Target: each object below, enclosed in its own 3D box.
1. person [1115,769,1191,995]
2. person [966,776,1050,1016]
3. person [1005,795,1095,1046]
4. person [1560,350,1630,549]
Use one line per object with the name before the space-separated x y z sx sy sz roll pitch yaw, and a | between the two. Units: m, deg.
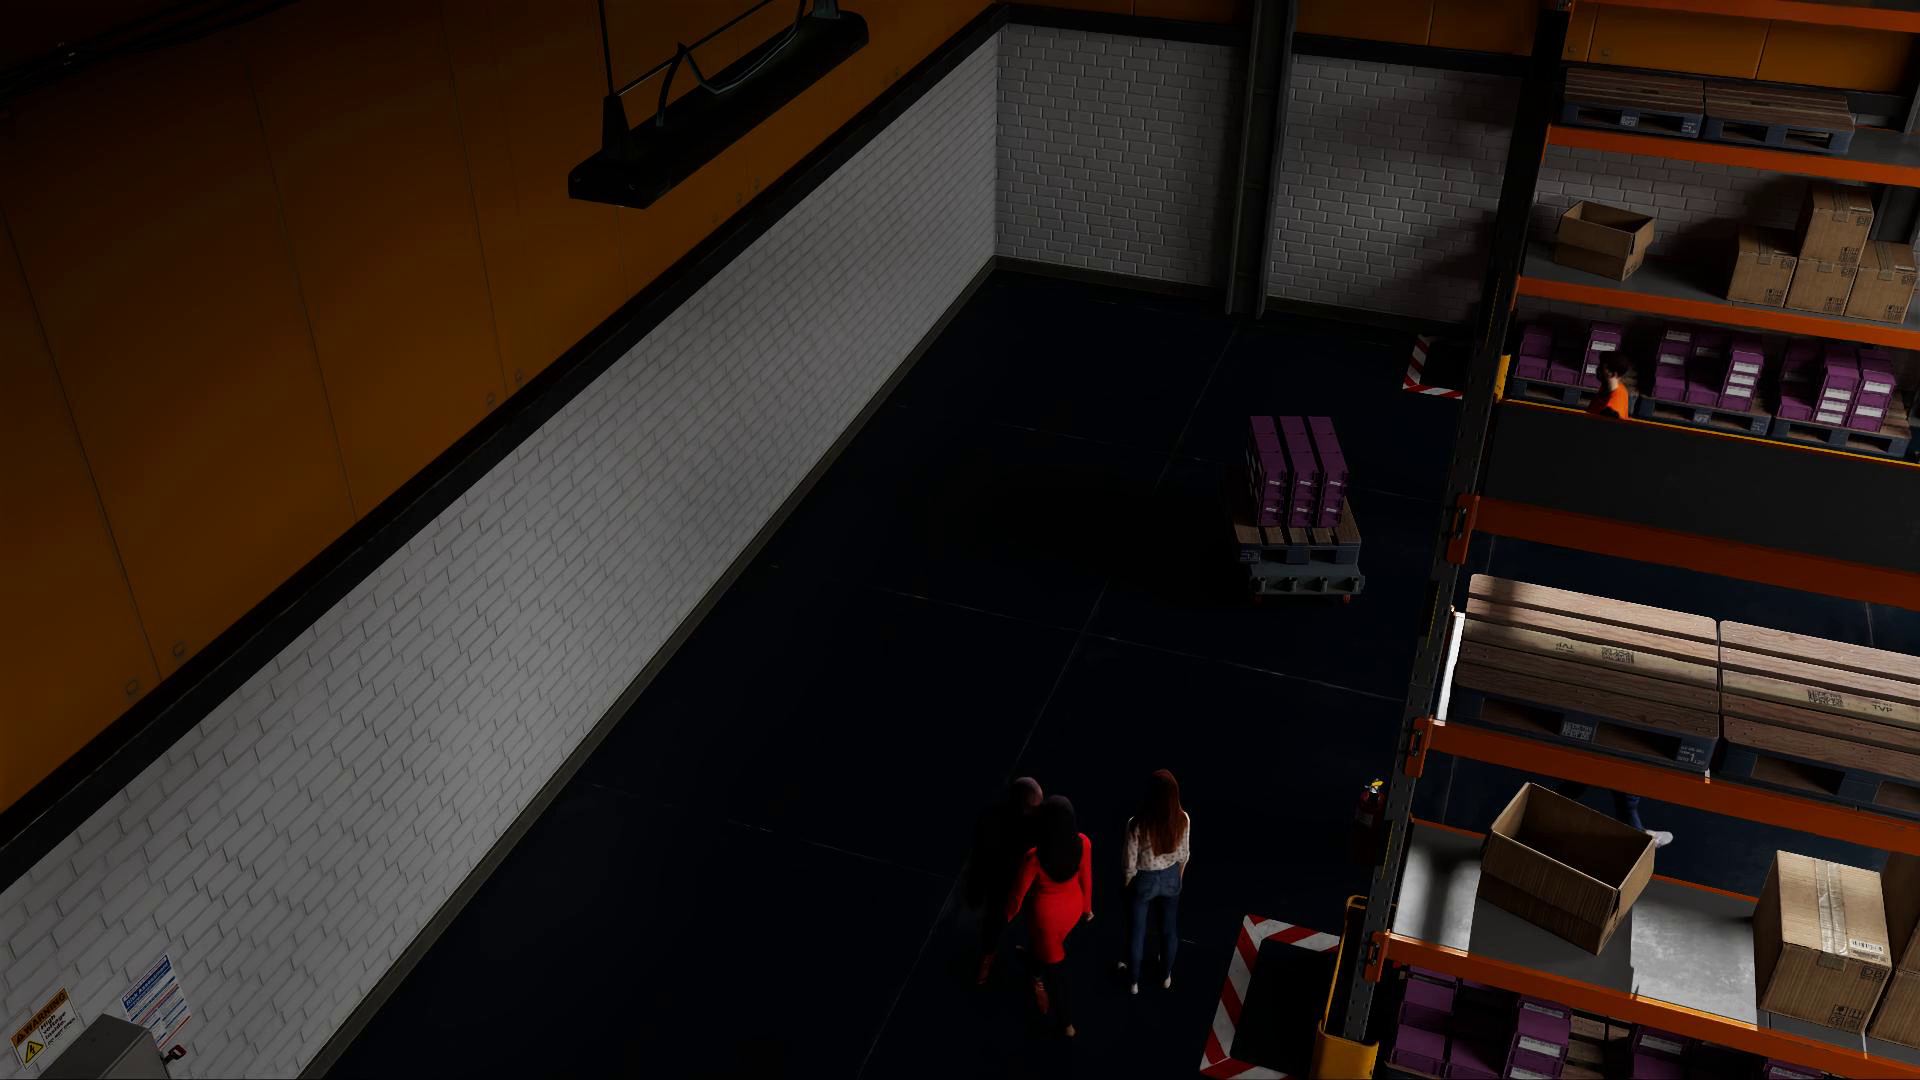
person | 1.160 2.042 9.946 0.614 1.729 0.715 -7 34 -10
person | 0.363 2.019 9.932 0.930 1.782 1.006 1 34 1
person | 0.594 2.249 9.650 1.019 1.711 1.101 -18 37 -24
person | 5.430 -0.723 13.972 0.705 1.878 0.729 8 34 12
